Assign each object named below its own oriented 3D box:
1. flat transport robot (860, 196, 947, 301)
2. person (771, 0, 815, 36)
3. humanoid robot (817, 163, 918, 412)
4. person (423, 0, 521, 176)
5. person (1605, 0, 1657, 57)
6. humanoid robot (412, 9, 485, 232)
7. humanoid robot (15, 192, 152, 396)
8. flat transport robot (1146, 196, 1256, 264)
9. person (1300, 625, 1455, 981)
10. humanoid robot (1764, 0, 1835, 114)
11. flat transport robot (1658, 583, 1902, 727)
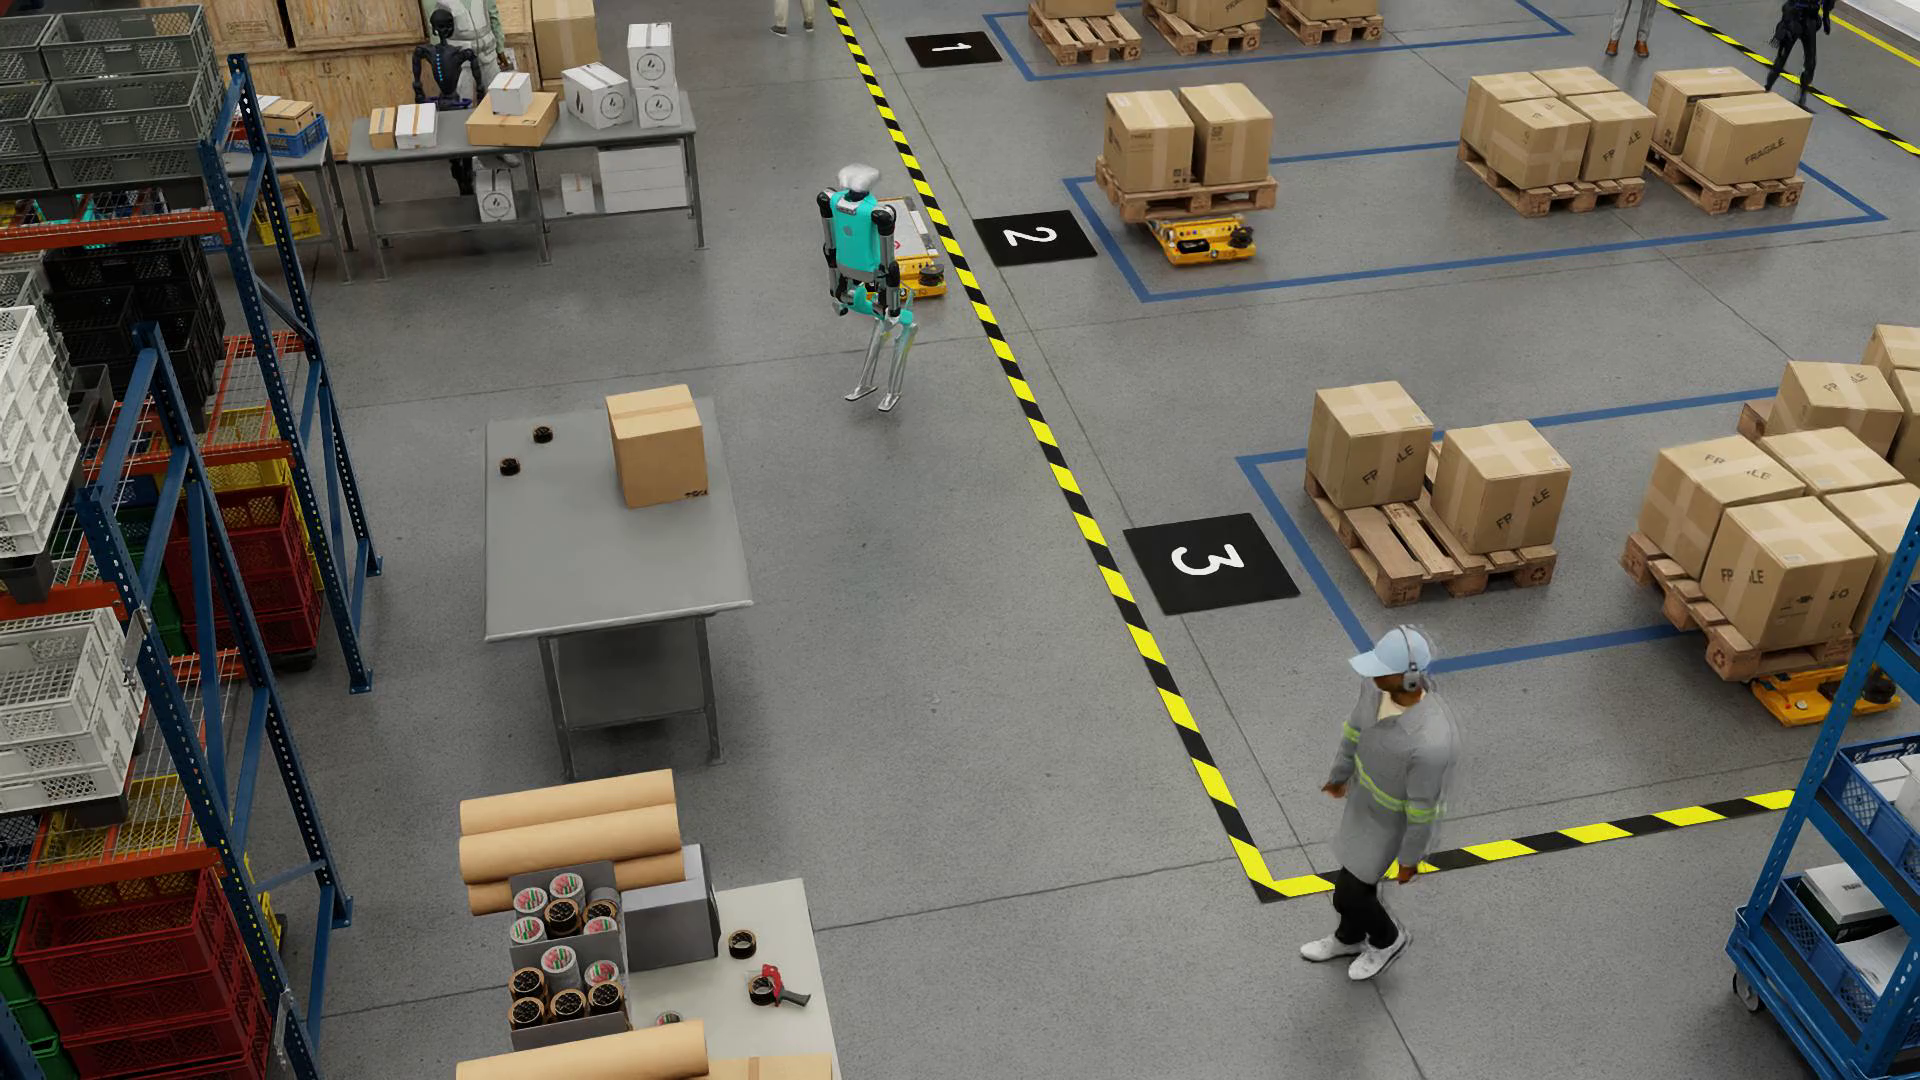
[{"bbox_3d":[-0.570,-2.220,12.538,0.659,0.231,1.431,-8,37,-10],"label":"flat transport robot"},{"bbox_3d":[-1.673,-5.773,16.053,0.565,1.769,0.396,-15,39,-19],"label":"person"},{"bbox_3d":[-0.487,-1.621,10.394,0.533,1.673,0.735,21,41,26],"label":"humanoid robot"},{"bbox_3d":[-3.938,-3.895,13.394,0.604,1.940,0.413,-27,44,-32],"label":"person"},{"bbox_3d":[6.480,-5.469,15.558,0.585,1.878,0.388,7,37,10],"label":"person"},{"bbox_3d":[-3.891,-3.230,12.736,0.588,1.629,0.587,2,37,3],"label":"humanoid robot"},{"bbox_3d":[-5.266,-1.406,10.130,0.531,1.689,0.736,-14,39,-18],"label":"humanoid robot"},{"bbox_3d":[1.755,-2.592,13.013,0.652,0.197,1.431,-8,37,-10],"label":"flat transport robot"},{"bbox_3d":[1.682,1.090,6.765,0.409,1.841,0.618,-7,37,-9],"label":"person"},{"bbox_3d":[7.382,-4.526,14.468,0.615,1.632,0.572,-16,40,-21],"label":"humanoid robot"},{"bbox_3d":[4.333,0.421,8.964,0.652,0.197,1.431,-8,37,-10],"label":"flat transport robot"}]
